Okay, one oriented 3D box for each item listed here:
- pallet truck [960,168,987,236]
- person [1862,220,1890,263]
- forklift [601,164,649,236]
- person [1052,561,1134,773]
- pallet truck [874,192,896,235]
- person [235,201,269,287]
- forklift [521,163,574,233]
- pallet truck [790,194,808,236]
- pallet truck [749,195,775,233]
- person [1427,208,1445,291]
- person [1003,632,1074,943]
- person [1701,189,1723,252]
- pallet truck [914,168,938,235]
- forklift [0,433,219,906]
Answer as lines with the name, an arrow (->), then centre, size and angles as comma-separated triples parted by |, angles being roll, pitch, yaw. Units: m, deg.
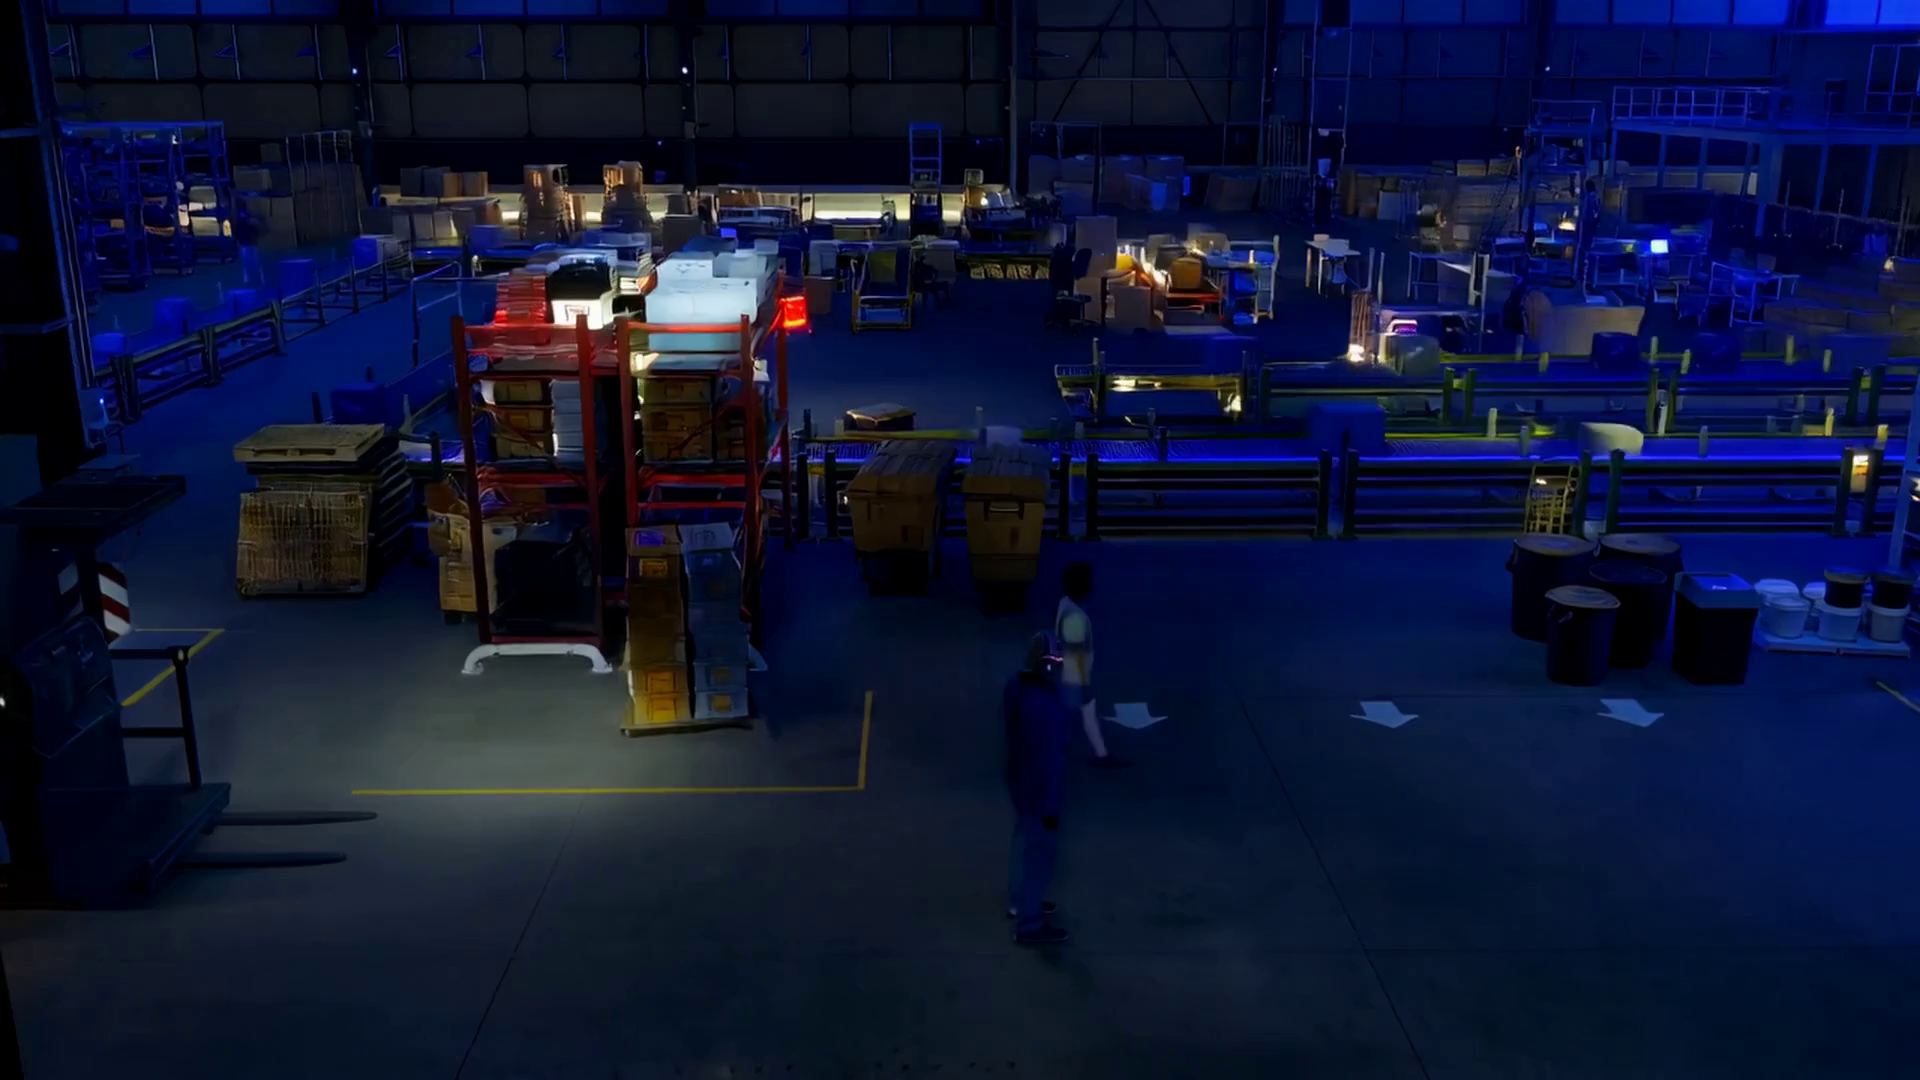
pallet truck -> 0.383, -10.230, 50.206 | 0.823, 1.965, 1.885 | -1, 16, -3
person -> 19.279, -5.784, 34.999 | 0.596, 1.851, 0.792 | 0, 16, 1
forklift -> -9.948, -10.127, 49.296 | 1.157, 1.987, 2.680 | -1, 16, -3
person -> 0.803, 0.951, 11.962 | 0.883, 1.649, 0.545 | 1, 16, 3
pallet truck -> -2.277, -9.986, 50.594 | 0.653, 1.274, 1.630 | 0, 16, -1
person -> -16.510, -6.900, 38.681 | 0.621, 1.973, 0.736 | 2, 16, 8
forklift -> -12.233, -10.122, 49.298 | 1.157, 1.987, 2.680 | 0, 16, -1
pallet truck -> -4.814, -9.883, 50.259 | 0.704, 1.261, 1.522 | -1, 16, -3
pallet truck -> -6.051, -9.967, 50.660 | 0.680, 1.201, 1.601 | 0, 16, -1
person -> 10.870, -6.640, 37.957 | 0.321, 1.871, 0.520 | 4, 17, 15
person -> 0.476, 1.446, 9.810 | 0.399, 1.900, 0.636 | -4, 17, -15
person -> 20.589, -8.773, 45.627 | 0.436, 1.722, 0.661 | 4, 17, 13
pallet truck -> -0.989, -10.316, 50.507 | 0.823, 1.965, 1.885 | 1, 16, 3
forklift -> -5.952, 0.780, 10.366 | 1.873, 2.768, 1.129 | 0, 16, -1
